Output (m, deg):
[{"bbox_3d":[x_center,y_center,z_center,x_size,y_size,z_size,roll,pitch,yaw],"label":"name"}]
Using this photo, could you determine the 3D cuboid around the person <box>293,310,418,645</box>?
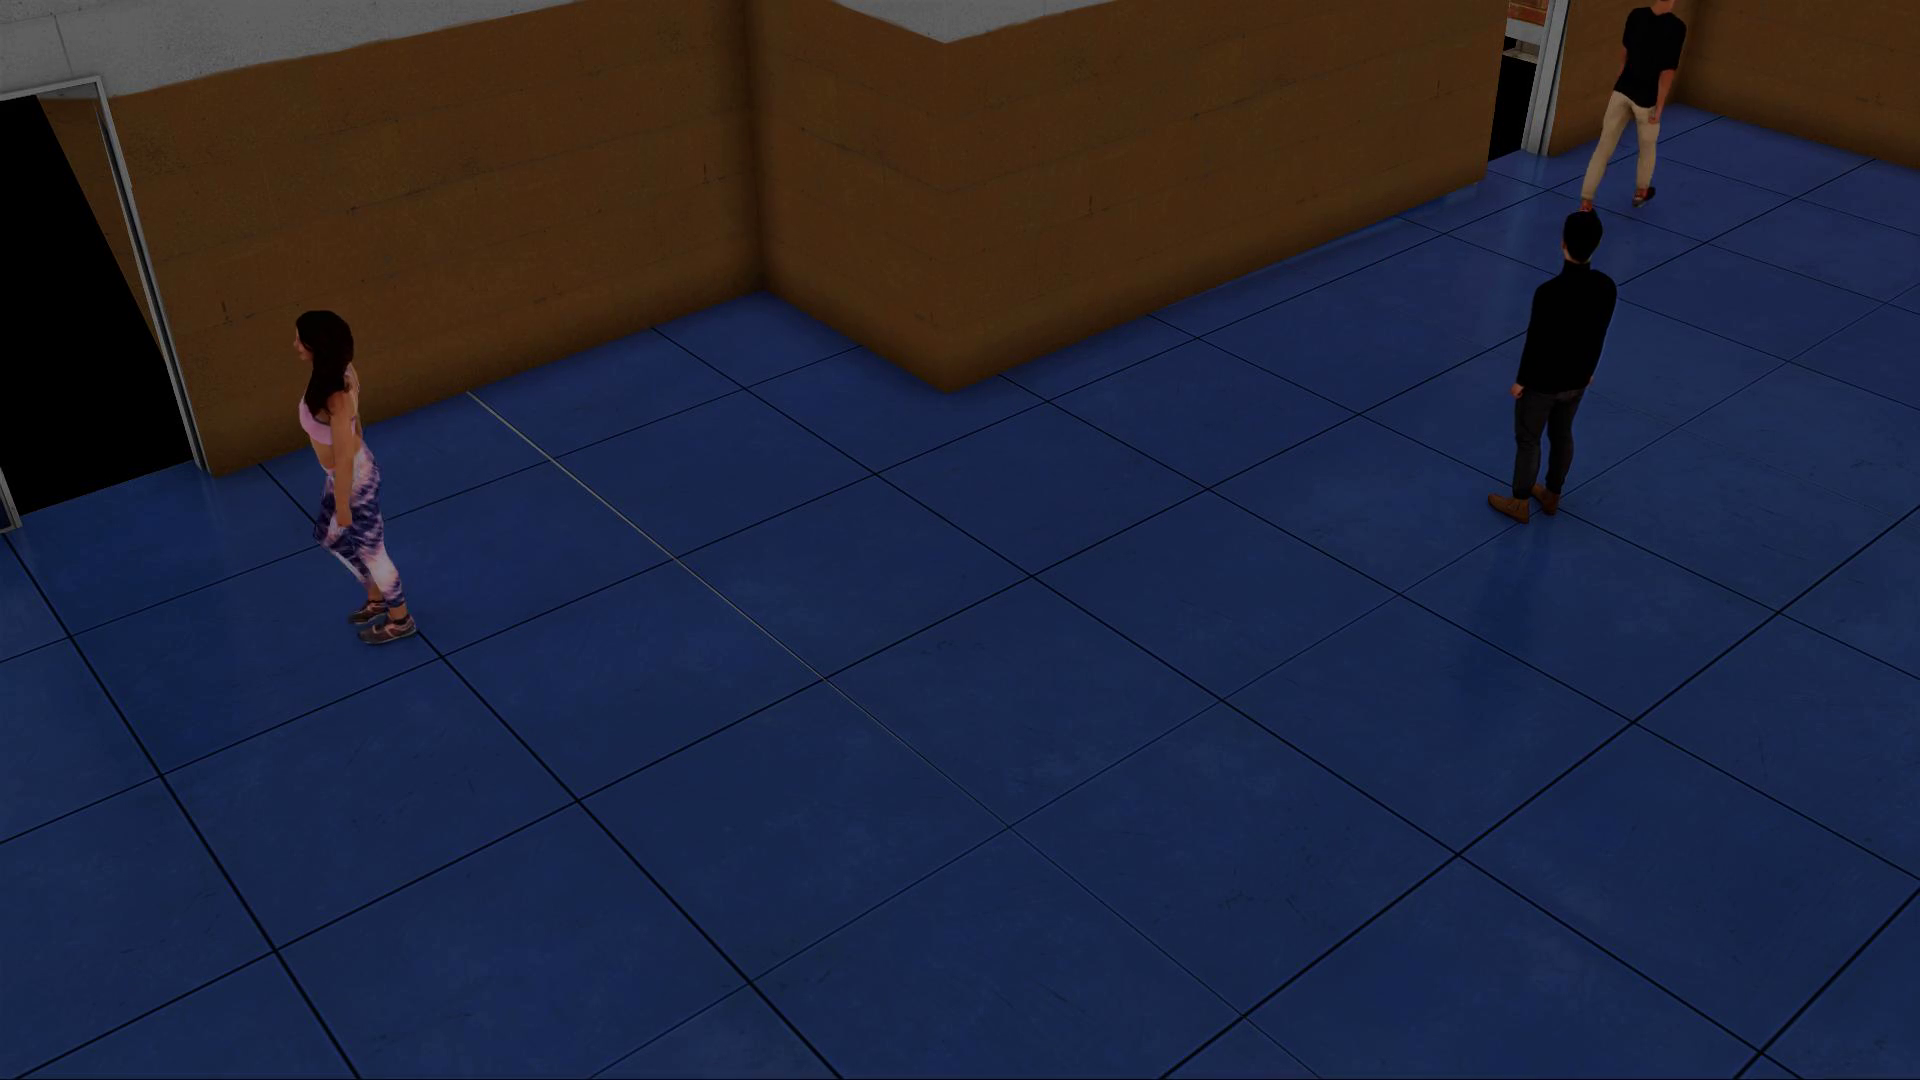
[{"bbox_3d":[-2.746,-0.279,7.763,0.736,1.760,0.633,-12,35,-17],"label":"person"}]

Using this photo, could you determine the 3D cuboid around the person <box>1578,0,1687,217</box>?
[{"bbox_3d":[4.835,-3.153,12.018,1.127,1.809,0.805,27,42,34],"label":"person"}]

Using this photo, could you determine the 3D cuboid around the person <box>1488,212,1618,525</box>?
[{"bbox_3d":[3.123,-0.889,8.714,0.713,1.722,0.654,-11,35,-16],"label":"person"}]
